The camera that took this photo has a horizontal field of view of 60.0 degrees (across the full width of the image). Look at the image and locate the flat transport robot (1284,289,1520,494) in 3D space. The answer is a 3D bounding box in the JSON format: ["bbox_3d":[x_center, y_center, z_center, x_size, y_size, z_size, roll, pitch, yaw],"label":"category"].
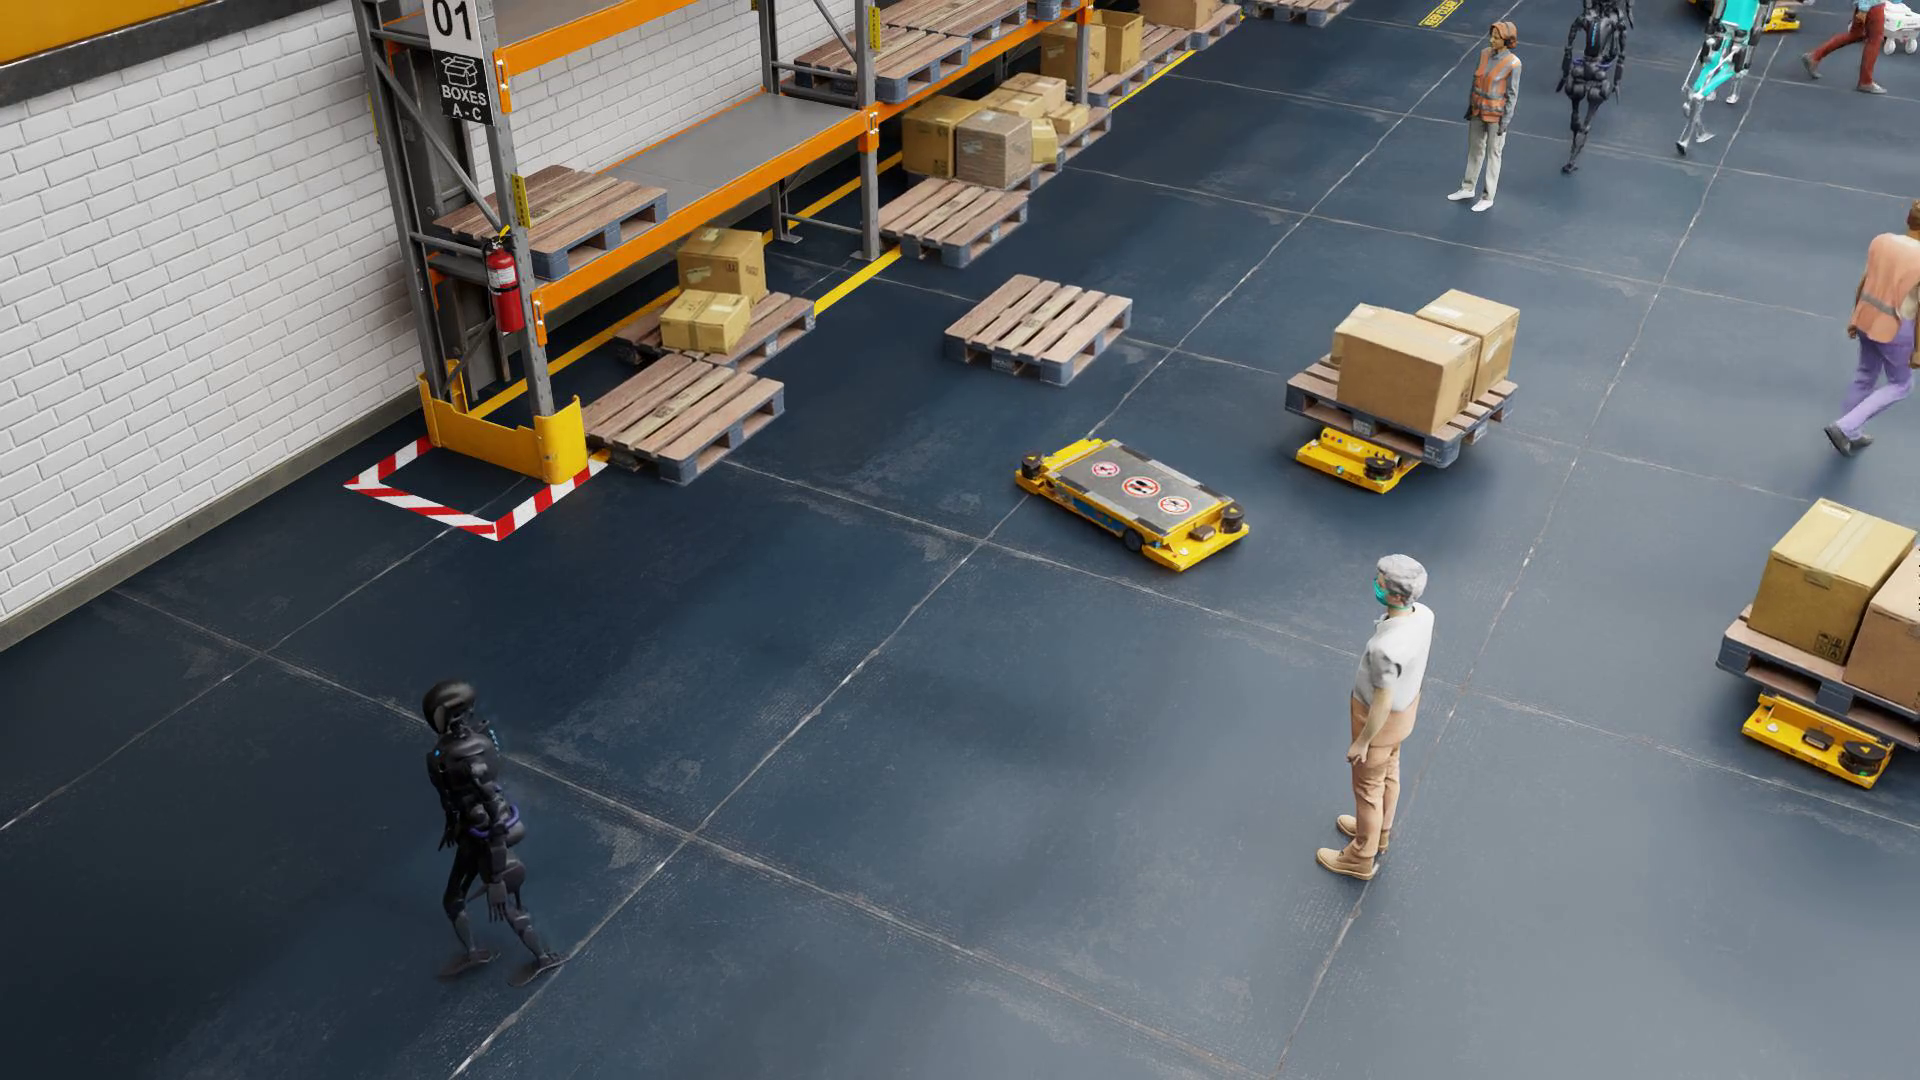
[{"bbox_3d":[2.952,-0.771,11.315,0.659,0.231,1.431,26,41,33],"label":"flat transport robot"}]

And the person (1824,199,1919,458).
[{"bbox_3d":[6.002,-1.350,10.771,0.478,1.824,0.591,-10,35,-14],"label":"person"}]

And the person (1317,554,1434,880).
[{"bbox_3d":[1.915,0.805,7.589,0.309,1.744,0.492,20,38,27],"label":"person"}]

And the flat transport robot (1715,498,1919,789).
[{"bbox_3d":[4.826,0.791,8.952,0.659,0.231,1.431,27,42,35],"label":"flat transport robot"}]

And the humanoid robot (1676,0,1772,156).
[{"bbox_3d":[7.042,-4.482,15.621,0.967,1.777,0.541,-24,40,-32],"label":"humanoid robot"}]

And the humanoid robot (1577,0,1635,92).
[{"bbox_3d":[6.649,-5.471,17.141,0.599,1.647,0.391,-6,34,-9],"label":"humanoid robot"}]

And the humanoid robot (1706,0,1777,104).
[{"bbox_3d":[7.844,-5.248,16.688,0.530,1.719,0.703,19,38,26],"label":"humanoid robot"}]

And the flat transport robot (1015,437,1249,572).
[{"bbox_3d":[1.075,-0.273,10.561,0.659,0.231,1.431,-27,42,-34],"label":"flat transport robot"}]

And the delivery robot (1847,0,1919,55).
[{"bbox_3d":[10.429,-5.806,18.691,0.499,0.614,0.808,-5,34,-8],"label":"delivery robot"}]

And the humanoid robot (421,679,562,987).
[{"bbox_3d":[-2.032,1.286,6.934,0.602,1.645,0.599,-22,39,-30],"label":"humanoid robot"}]

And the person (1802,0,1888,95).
[{"bbox_3d":[9.352,-5.582,17.168,0.820,1.845,0.526,14,36,20],"label":"person"}]

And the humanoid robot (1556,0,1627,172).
[{"bbox_3d":[5.844,-4.282,15.386,0.595,1.618,0.788,22,39,29],"label":"humanoid robot"}]

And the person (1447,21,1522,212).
[{"bbox_3d":[4.611,-3.695,14.493,0.304,1.640,0.520,-15,36,-21],"label":"person"}]

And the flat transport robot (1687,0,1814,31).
[{"bbox_3d":[9.261,-6.342,19.743,0.659,0.231,1.431,-5,34,-8],"label":"flat transport robot"}]
